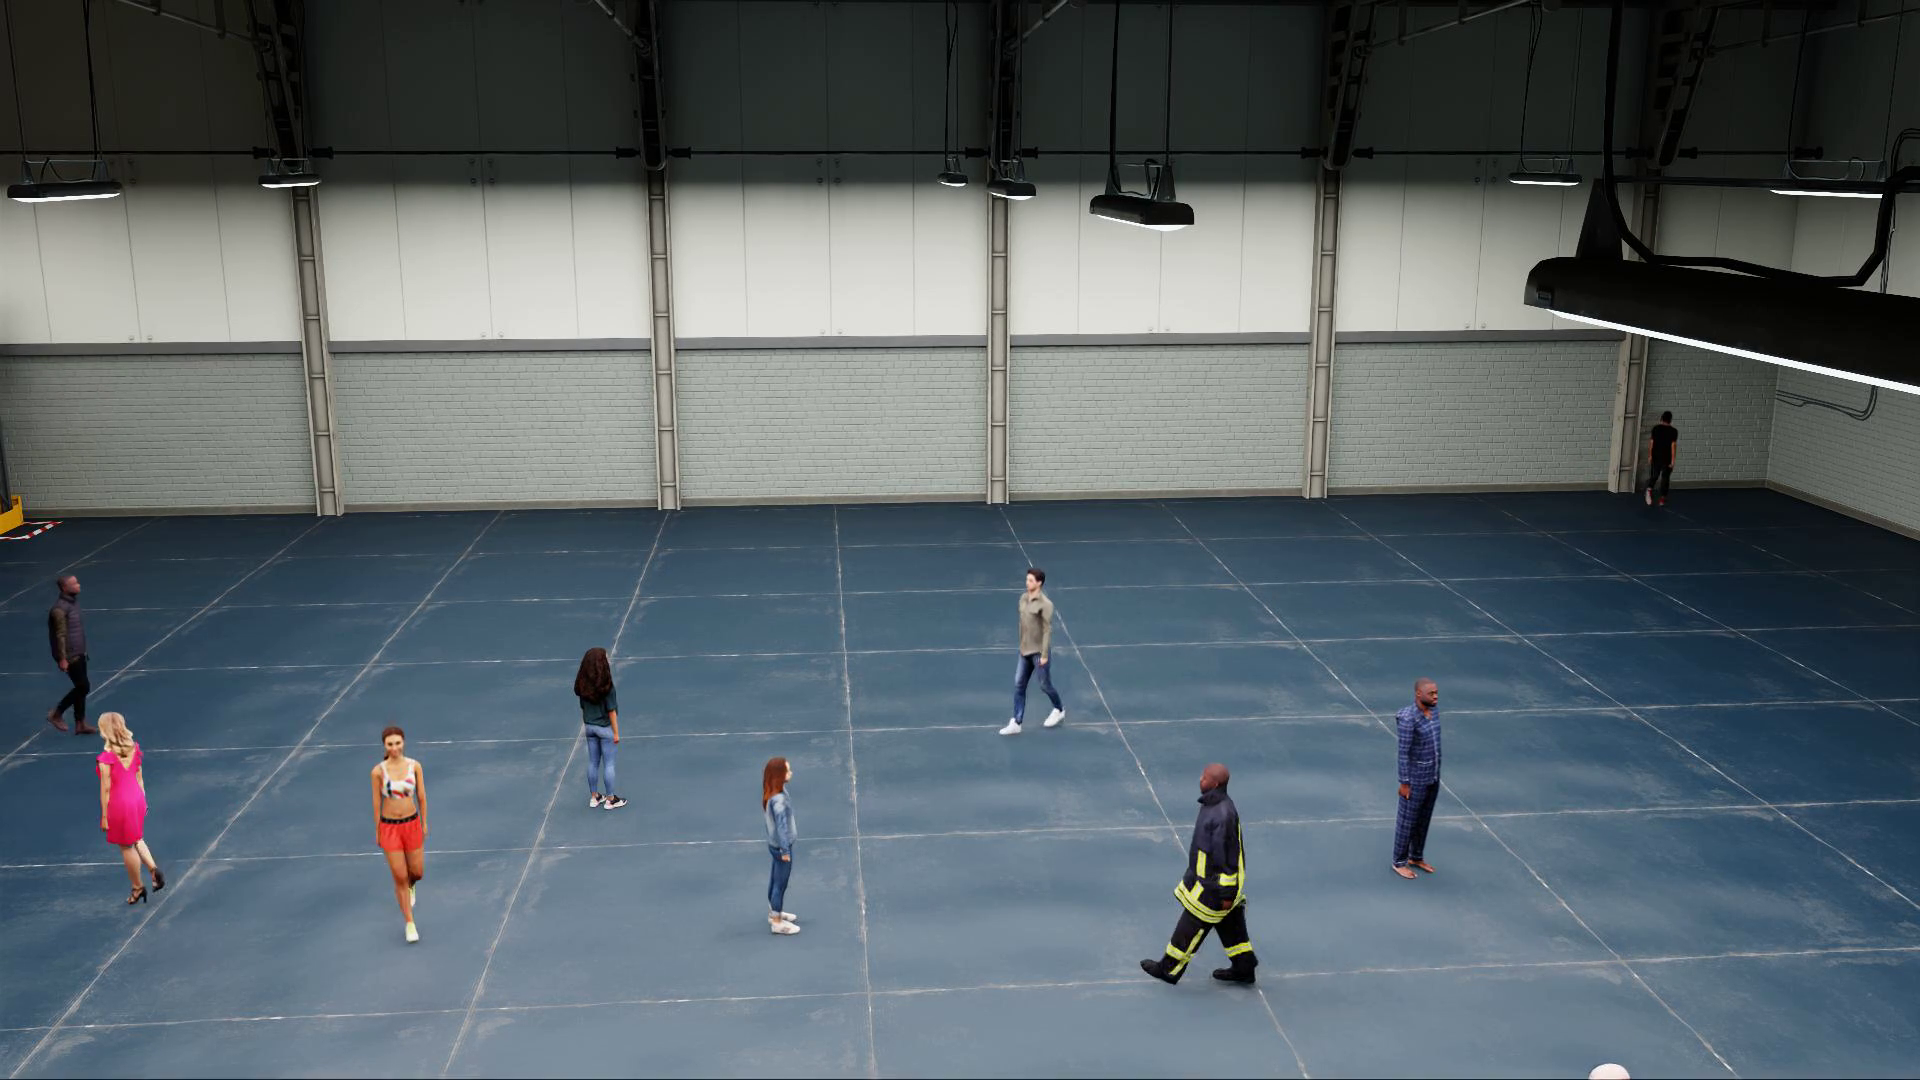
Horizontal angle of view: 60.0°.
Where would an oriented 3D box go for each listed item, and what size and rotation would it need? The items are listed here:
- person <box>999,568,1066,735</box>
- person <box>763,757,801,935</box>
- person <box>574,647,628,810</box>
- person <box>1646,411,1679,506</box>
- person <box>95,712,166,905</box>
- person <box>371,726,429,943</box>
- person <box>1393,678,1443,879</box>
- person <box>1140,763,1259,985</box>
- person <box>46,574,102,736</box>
[{"bbox_3d":[0.908,1.228,18.392,1.261,1.831,1.113,-11,17,-38],"label":"person"},{"bbox_3d":[-1.486,2.498,13.694,0.527,1.476,0.595,-3,13,-12],"label":"person"},{"bbox_3d":[-3.517,1.832,16.258,0.687,1.617,0.770,6,15,26],"label":"person"},{"bbox_3d":[12.719,-1.463,30.215,1.003,1.739,1.060,11,17,39],"label":"person"},{"bbox_3d":[-6.993,2.285,14.082,0.767,1.715,0.674,3,13,14],"label":"person"},{"bbox_3d":[-4.585,2.362,13.615,0.914,1.777,0.819,-6,14,-24],"label":"person"},{"bbox_3d":[4.067,2.079,14.741,0.726,1.819,0.818,-11,17,-39],"label":"person"},{"bbox_3d":[2.050,2.578,12.682,1.191,1.777,0.875,1,13,4],"label":"person"},{"bbox_3d":[-9.806,1.274,18.204,0.758,1.825,0.724,-1,13,-6],"label":"person"}]
